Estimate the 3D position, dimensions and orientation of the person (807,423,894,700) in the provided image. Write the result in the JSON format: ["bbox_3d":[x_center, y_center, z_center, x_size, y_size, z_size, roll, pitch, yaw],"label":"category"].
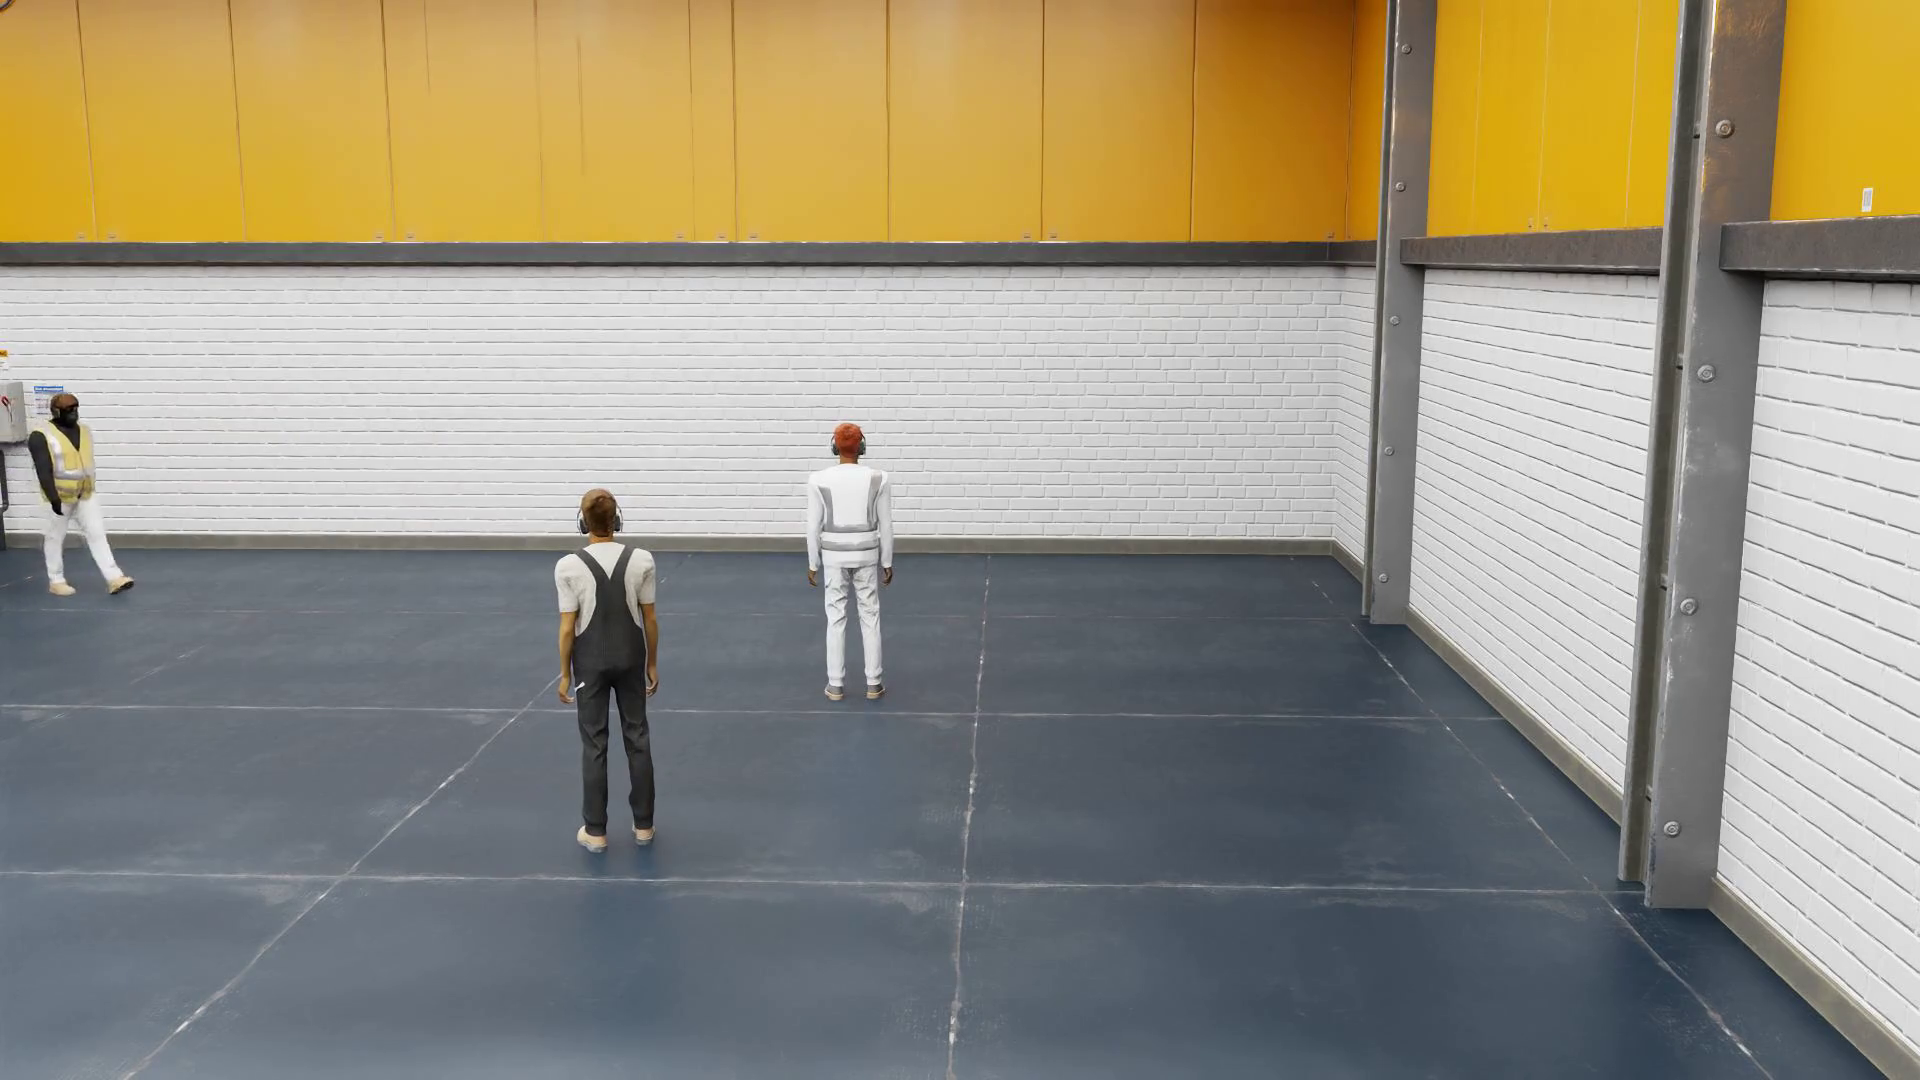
[{"bbox_3d":[-0.740,0.147,11.239,0.583,1.882,0.337,-1,10,-7],"label":"person"}]

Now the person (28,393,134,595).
[{"bbox_3d":[-7.729,-0.379,14.562,0.942,1.795,0.627,5,11,26],"label":"person"}]

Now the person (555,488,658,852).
[{"bbox_3d":[-1.772,0.657,8.386,0.504,1.839,0.344,-4,11,-23],"label":"person"}]
